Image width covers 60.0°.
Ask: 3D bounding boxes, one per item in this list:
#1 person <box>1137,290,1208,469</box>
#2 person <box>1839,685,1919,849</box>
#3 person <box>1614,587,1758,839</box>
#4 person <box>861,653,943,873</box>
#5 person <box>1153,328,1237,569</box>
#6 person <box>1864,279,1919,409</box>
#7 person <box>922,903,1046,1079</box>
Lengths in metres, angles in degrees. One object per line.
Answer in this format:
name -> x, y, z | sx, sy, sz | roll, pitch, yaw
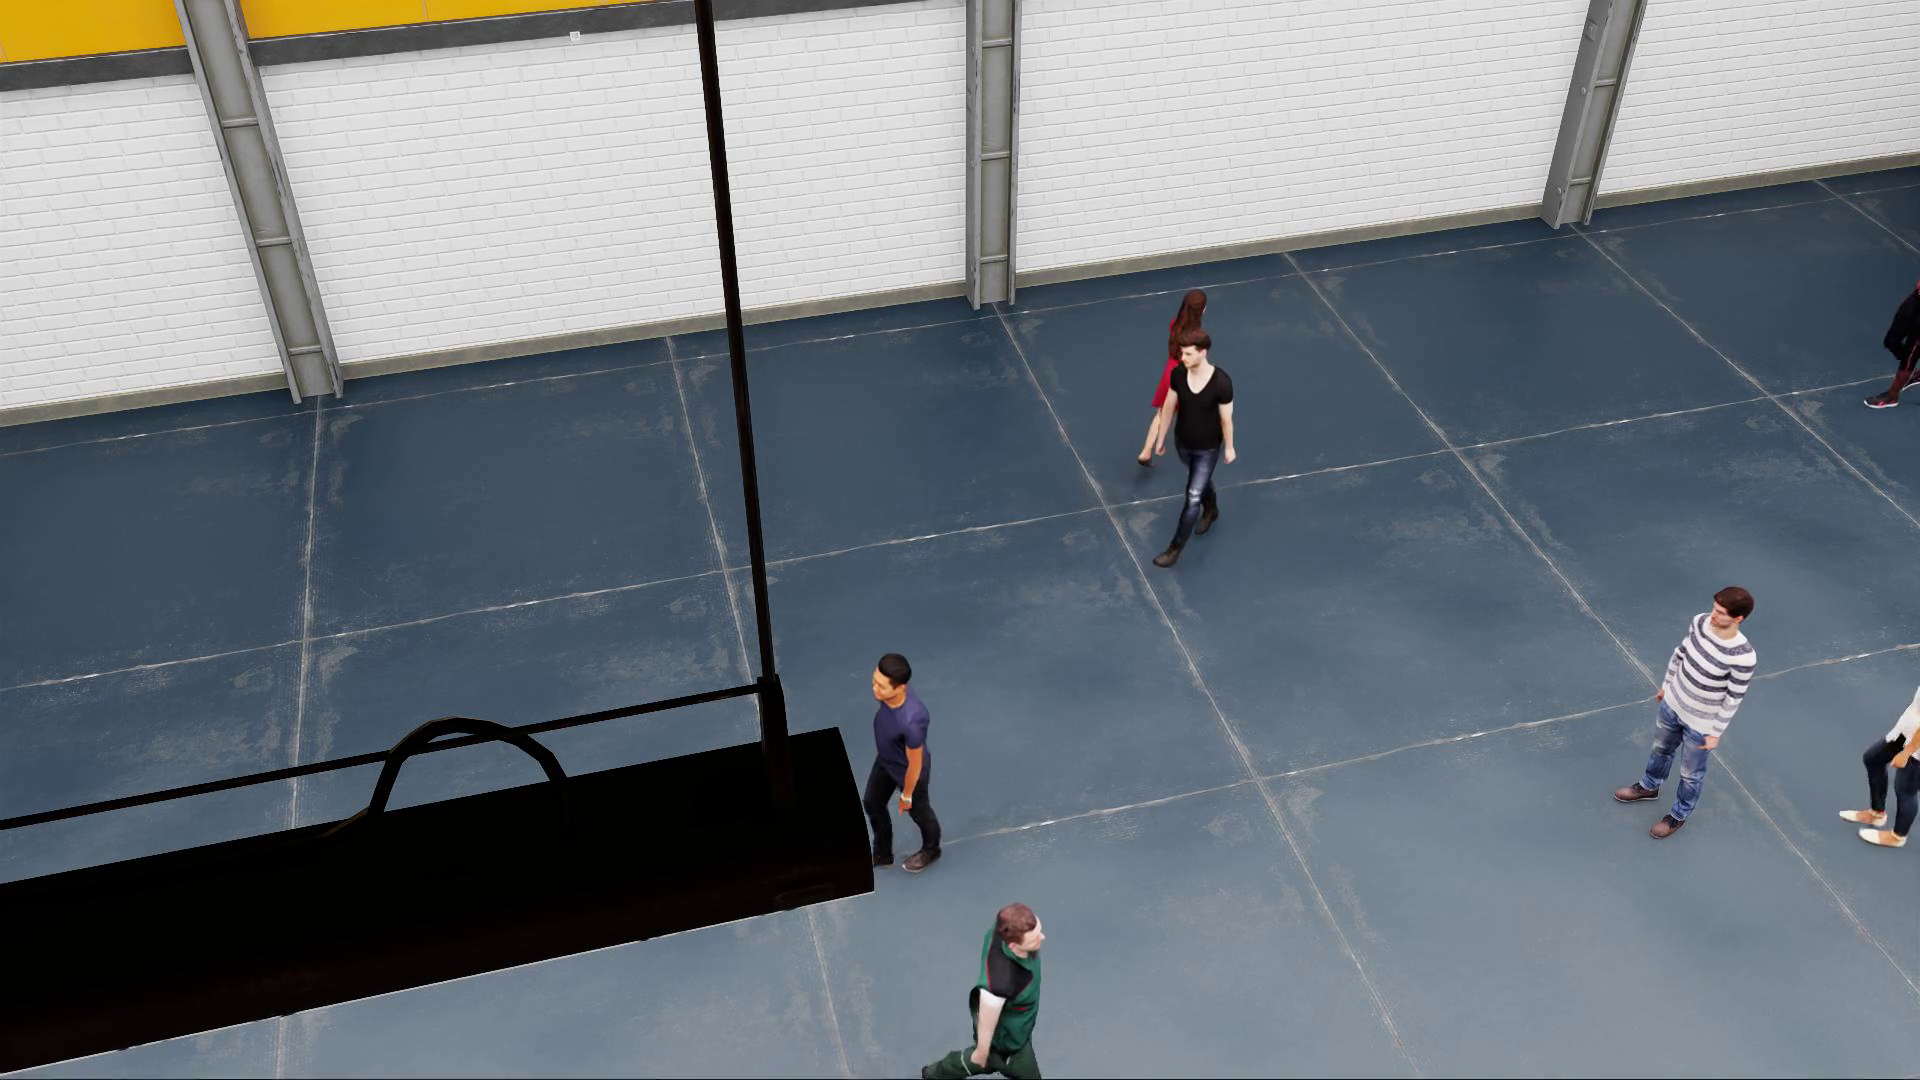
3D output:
person -> 1.687, -1.232, 13.009 | 0.936, 1.526, 1.080 | 25, 45, 28
person -> 5.765, 1.186, 9.785 | 0.799, 1.771, 0.753 | 14, 41, 17
person -> 4.402, 1.003, 9.947 | 0.550, 1.854, 0.669 | -13, 40, -16
person -> -0.246, 1.284, 9.665 | 0.876, 1.768, 0.781 | -20, 43, -23
person -> 1.789, -0.753, 12.156 | 1.152, 1.842, 1.298 | 24, 45, 27
person -> 7.972, -1.849, 13.599 | 0.777, 1.753, 0.675 | -2, 39, -3
person -> 0.153, 2.370, 8.264 | 1.085, 1.818, 0.883 | 5, 39, 6
